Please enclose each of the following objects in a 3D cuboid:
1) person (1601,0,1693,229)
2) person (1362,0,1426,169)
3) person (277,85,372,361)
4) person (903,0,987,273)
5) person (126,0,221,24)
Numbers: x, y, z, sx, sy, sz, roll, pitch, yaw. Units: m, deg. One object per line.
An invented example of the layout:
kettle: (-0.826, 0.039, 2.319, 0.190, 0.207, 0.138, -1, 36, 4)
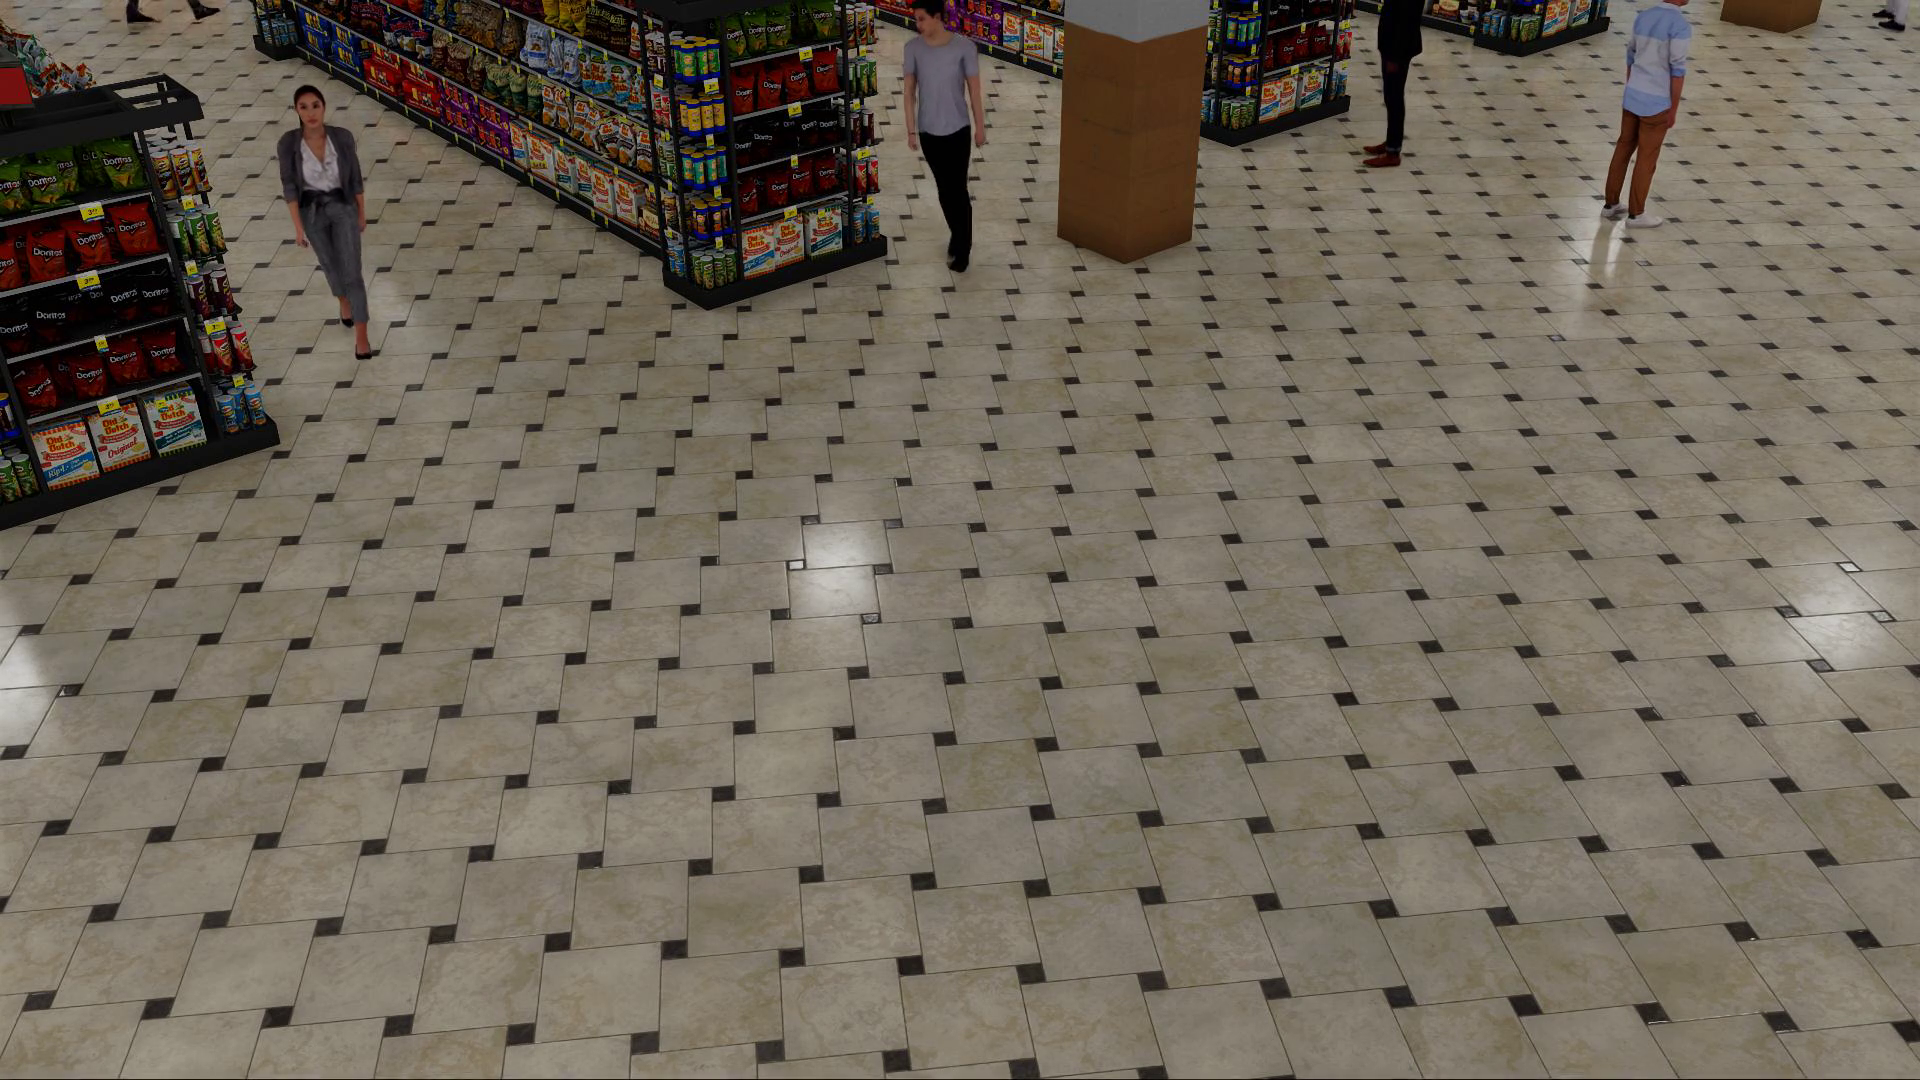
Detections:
person: (4.986, -3.193, 12.020, 0.814, 1.827, 0.645, -11, 34, -17)
person: (3.461, -3.868, 13.114, 0.815, 1.817, 0.787, 7, 32, 10)
person: (-3.895, -1.971, 10.252, 0.883, 1.621, 1.194, -11, 33, -17)
person: (-0.088, -2.822, 11.430, 1.059, 1.821, 1.082, 5, 32, 8)
person: (-8.233, -5.990, 16.669, 0.907, 1.666, 1.129, -11, 34, -17)
